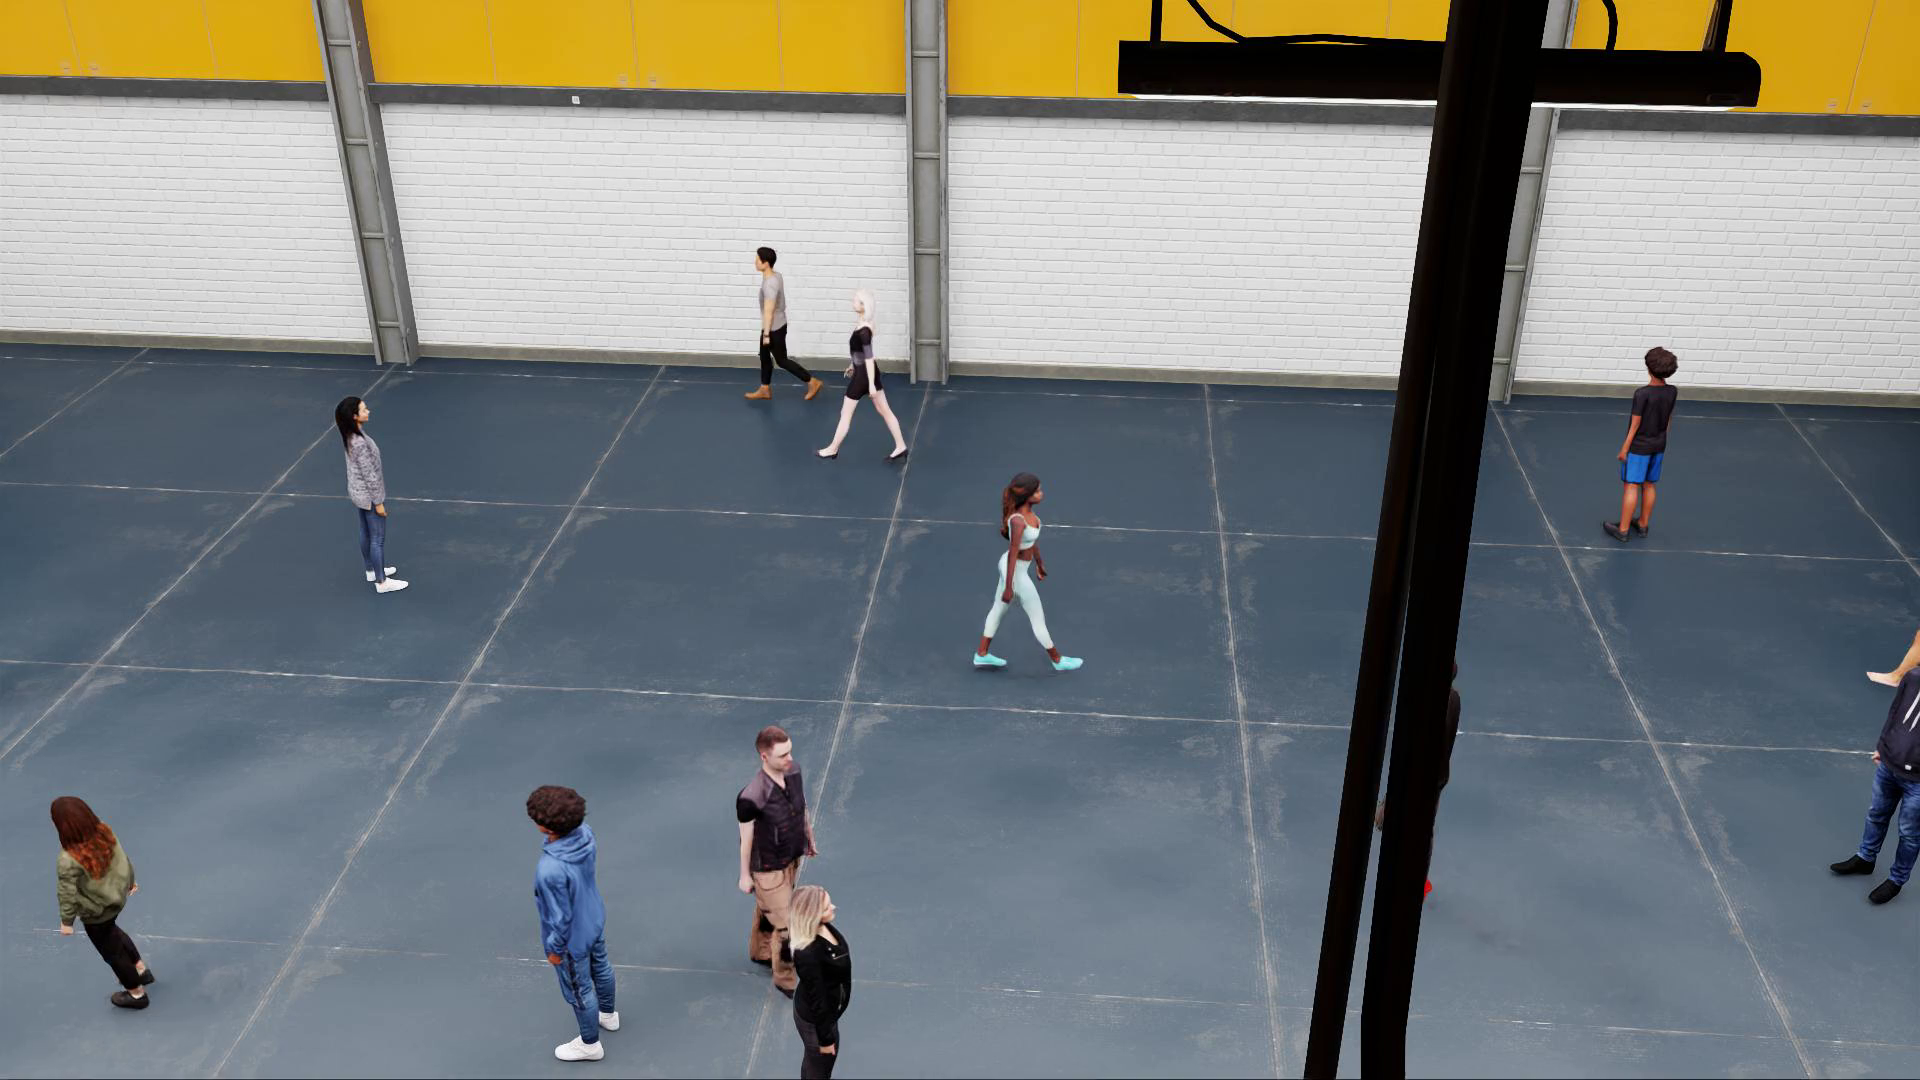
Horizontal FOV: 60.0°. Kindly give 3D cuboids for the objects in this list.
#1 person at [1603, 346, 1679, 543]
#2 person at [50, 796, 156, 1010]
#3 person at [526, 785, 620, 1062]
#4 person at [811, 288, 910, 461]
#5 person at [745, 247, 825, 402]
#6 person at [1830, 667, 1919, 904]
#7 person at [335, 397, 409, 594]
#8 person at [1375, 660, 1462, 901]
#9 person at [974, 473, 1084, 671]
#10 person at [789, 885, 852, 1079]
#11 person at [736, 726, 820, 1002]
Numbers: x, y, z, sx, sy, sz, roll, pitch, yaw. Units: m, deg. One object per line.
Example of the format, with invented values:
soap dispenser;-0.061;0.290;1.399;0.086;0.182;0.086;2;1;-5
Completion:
person;6.039;-0.839;14.642;0.616;1.793;0.749;-9;30;-16
person;-4.875;2.104;9.589;0.522;1.464;0.606;2;29;3
person;-2.138;2.113;9.217;0.606;1.807;0.711;7;29;12
person;-0.805;-1.530;15.924;1.146;1.779;0.575;2;29;4
person;-1.836;-2.208;17.260;1.098;1.689;0.676;-1;29;-1
person;5.971;1.415;10.404;0.732;1.894;0.755;-10;30;-18
person;-4.957;-0.396;13.895;0.728;1.732;0.689;-19;34;-30
person;2.949;1.523;10.307;0.821;1.799;0.795;20;34;32
person;0.351;0.278;12.711;1.080;1.681;0.611;4;29;7
person;-0.750;2.479;8.671;0.602;1.686;0.650;-3;29;-6
person;-1.168;1.835;9.716;0.956;1.816;0.869;15;32;26
